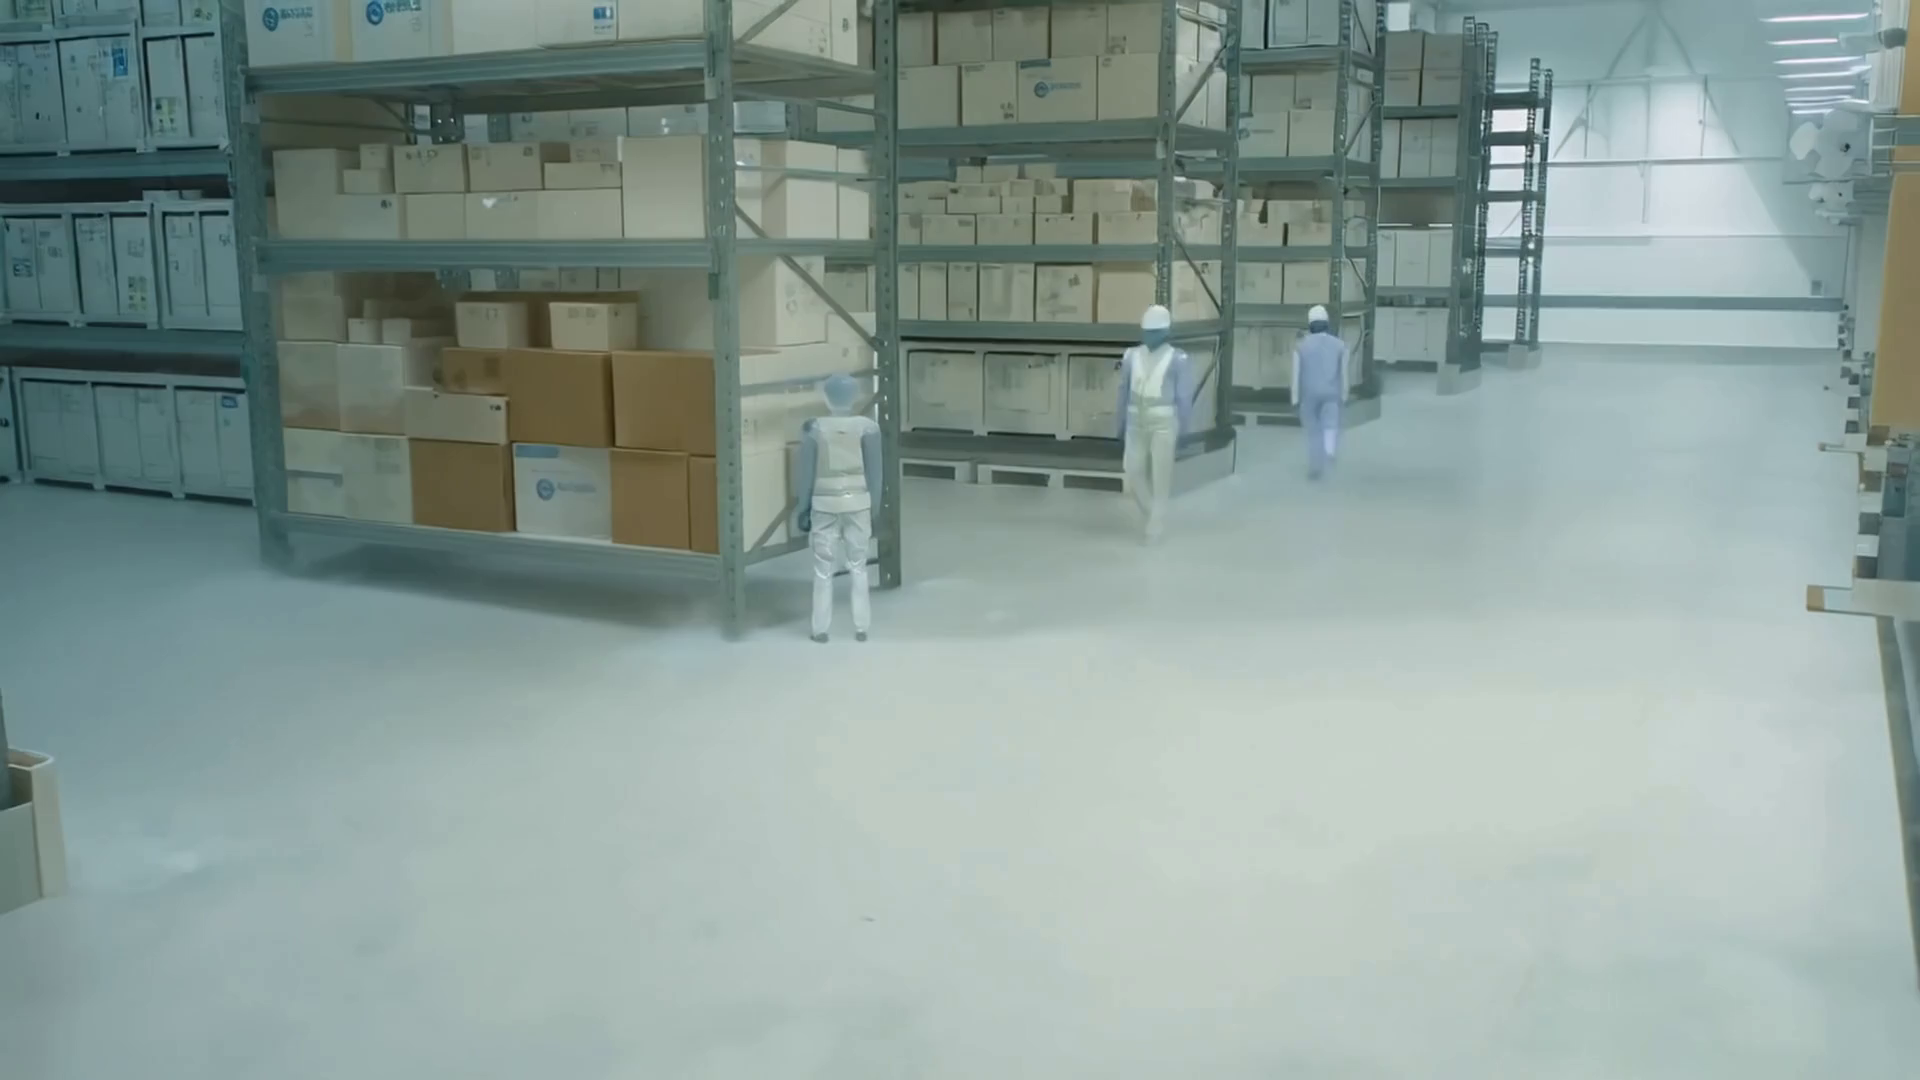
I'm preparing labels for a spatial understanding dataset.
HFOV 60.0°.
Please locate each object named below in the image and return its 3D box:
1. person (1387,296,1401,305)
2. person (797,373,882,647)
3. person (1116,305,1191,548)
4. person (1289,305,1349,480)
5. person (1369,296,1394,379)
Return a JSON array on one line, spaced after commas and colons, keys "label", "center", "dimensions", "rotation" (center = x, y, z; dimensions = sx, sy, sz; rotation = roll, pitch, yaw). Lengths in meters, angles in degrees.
[{"label": "person", "center": [10.410, -5.431, 39.967], "dimensions": [0.333, 1.744, 0.559], "rotation": [4, 10, 21]}, {"label": "person", "center": [-0.710, -0.176, 9.879], "dimensions": [0.519, 1.631, 0.316], "rotation": [-4, 10, -20]}, {"label": "person", "center": [1.562, -0.913, 13.277], "dimensions": [0.627, 1.927, 0.535], "rotation": [6, 11, 31]}, {"label": "person", "center": [3.649, -1.476, 16.906], "dimensions": [0.616, 1.803, 0.608], "rotation": [1, 10, 5]}, {"label": "person", "center": [7.595, -3.947, 30.985], "dimensions": [1.018, 1.889, 0.643], "rotation": [6, 11, 30]}]
